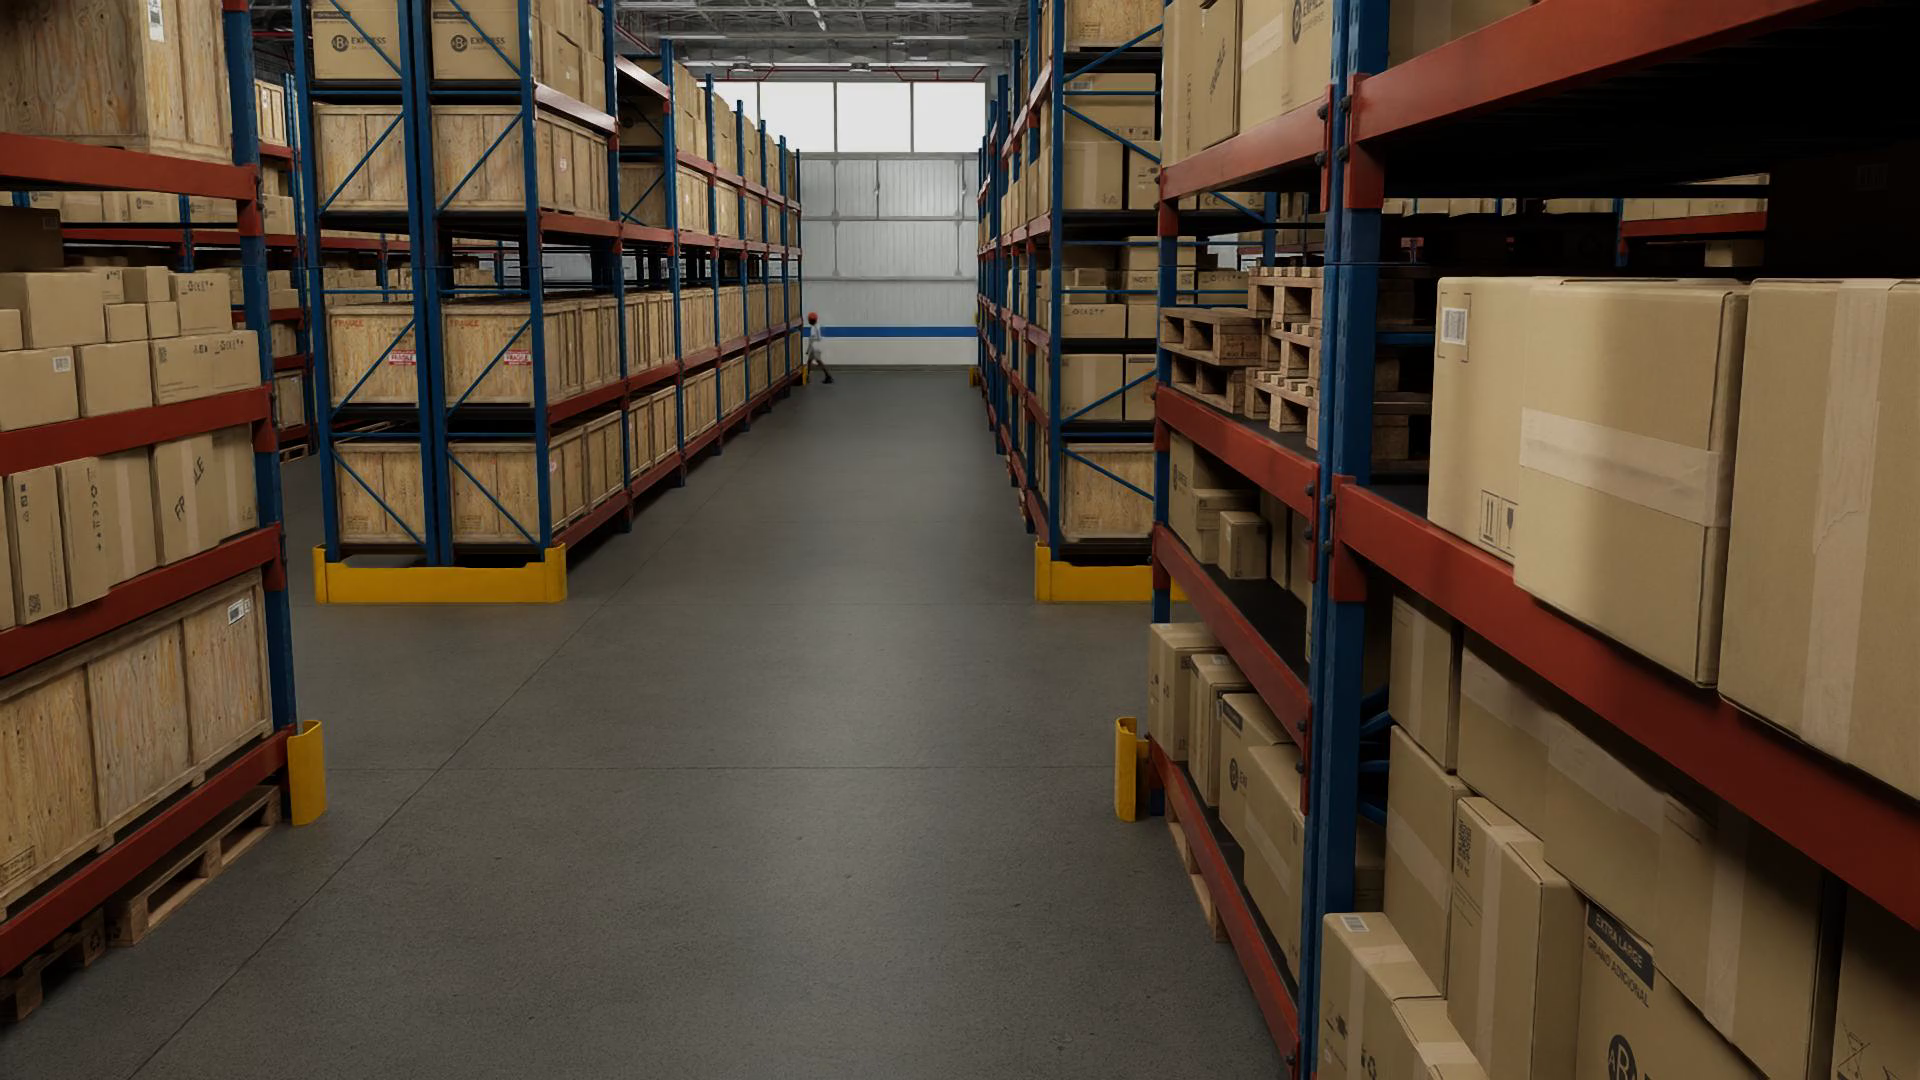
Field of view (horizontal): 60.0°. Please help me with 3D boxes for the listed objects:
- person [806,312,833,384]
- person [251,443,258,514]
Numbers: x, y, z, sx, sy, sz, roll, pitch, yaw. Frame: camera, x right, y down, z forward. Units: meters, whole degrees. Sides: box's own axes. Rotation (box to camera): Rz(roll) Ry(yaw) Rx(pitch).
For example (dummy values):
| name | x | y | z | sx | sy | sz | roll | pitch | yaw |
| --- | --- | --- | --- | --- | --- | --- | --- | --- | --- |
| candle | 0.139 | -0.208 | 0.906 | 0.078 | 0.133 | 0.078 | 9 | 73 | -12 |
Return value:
| name | x | y | z | sx | sy | sz | roll | pitch | yaw |
| --- | --- | --- | --- | --- | --- | --- | --- | --- | --- |
| person | -3.802 | -5.070 | 43.982 | 0.973 | 1.899 | 0.561 | 0 | 9 | 1 |
| person | -6.903 | -0.400 | 15.822 | 0.495 | 1.725 | 0.617 | -3 | 10 | -15 |
